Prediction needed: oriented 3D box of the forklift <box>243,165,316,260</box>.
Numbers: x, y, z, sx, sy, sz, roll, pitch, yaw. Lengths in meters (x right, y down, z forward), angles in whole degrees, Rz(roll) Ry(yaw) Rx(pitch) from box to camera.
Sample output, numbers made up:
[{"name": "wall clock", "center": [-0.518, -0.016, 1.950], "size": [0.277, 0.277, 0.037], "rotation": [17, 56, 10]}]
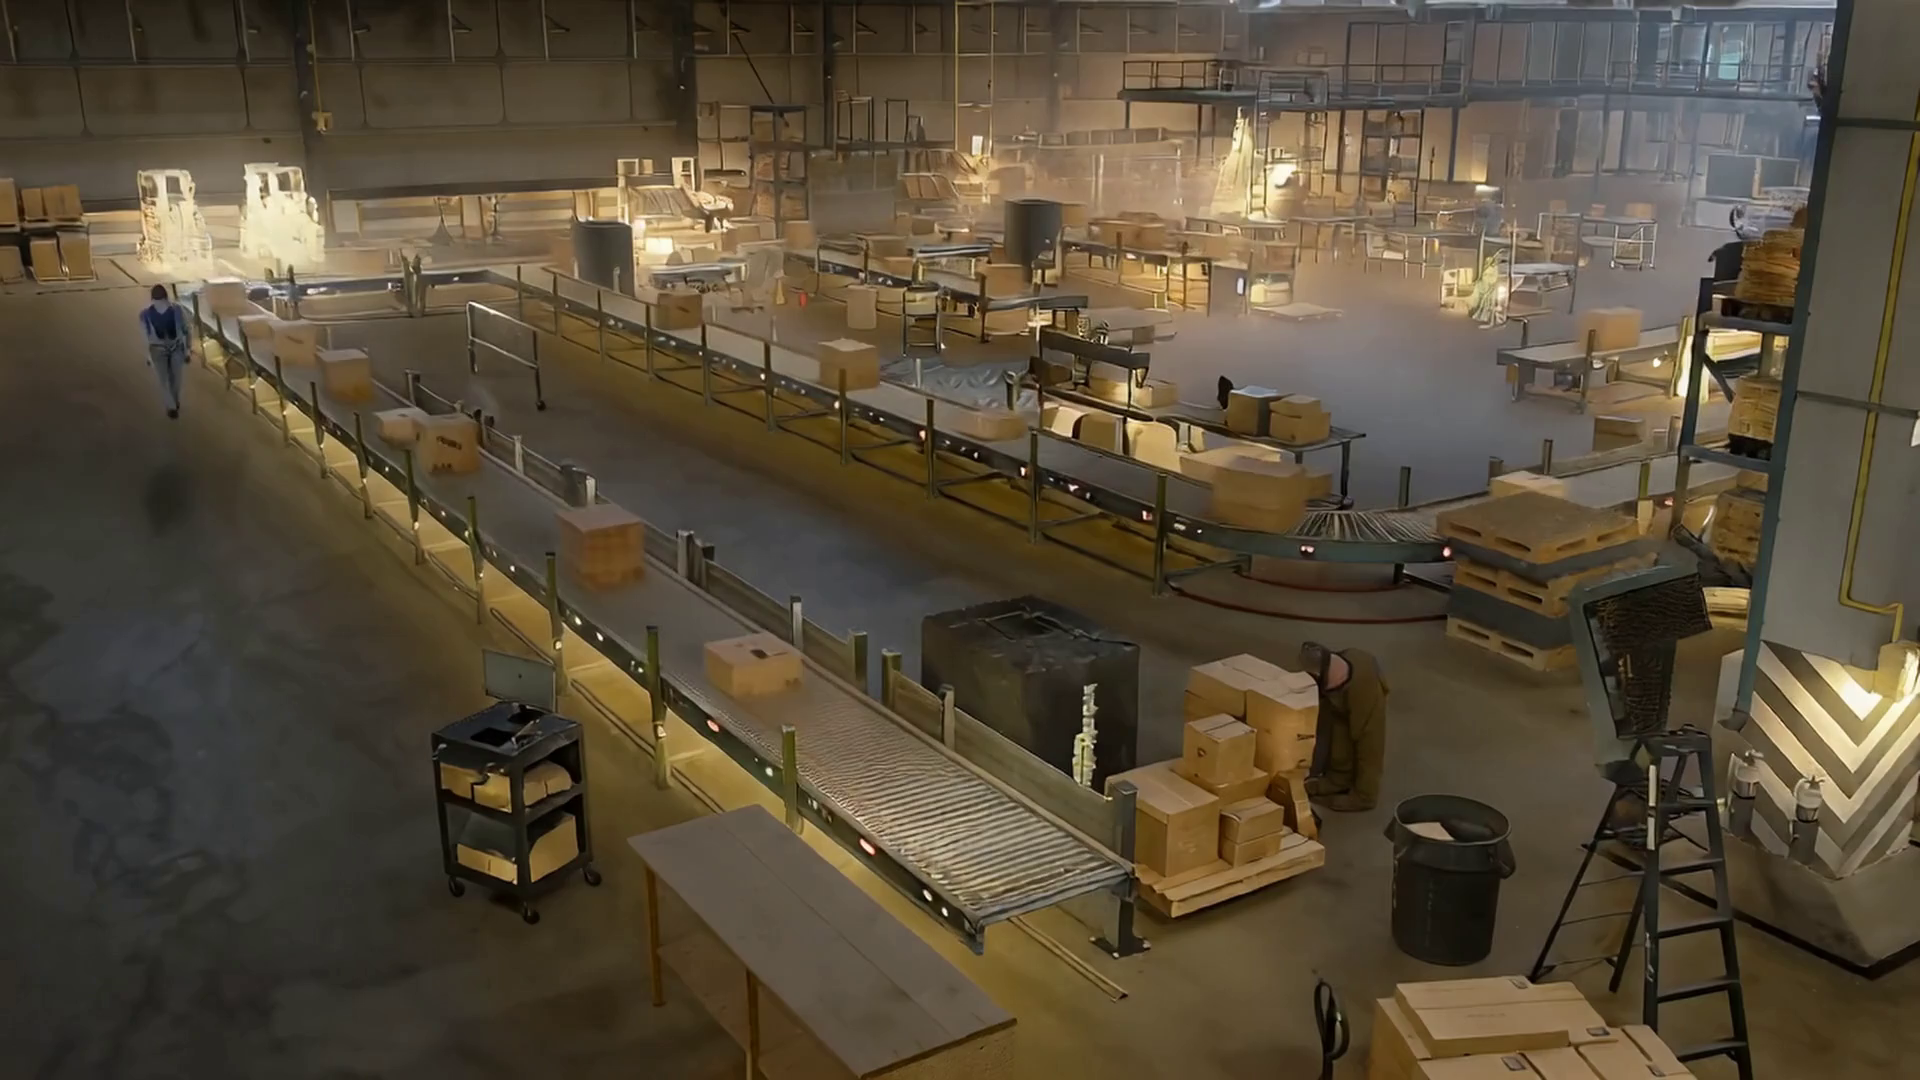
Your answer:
[{"name": "forklift", "center": [-15.898, -7.669, 38.708], "size": [1.157, 1.987, 2.680], "rotation": [-11, 20, -33]}]

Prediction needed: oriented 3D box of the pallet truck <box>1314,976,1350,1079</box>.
[{"name": "pallet truck", "center": [2.299, 2.390, 7.086], "size": [1.601, 1.201, 0.680], "rotation": [-2, 17, -7]}]

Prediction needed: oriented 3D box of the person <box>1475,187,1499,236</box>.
[{"name": "person", "center": [11.997, -7.157, 37.928], "size": [0.525, 1.772, 0.306], "rotation": [13, 21, 37]}]

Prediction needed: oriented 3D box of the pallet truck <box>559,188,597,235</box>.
[{"name": "pallet truck", "center": [-10.010, -8.652, 43.699], "size": [0.653, 1.274, 1.630], "rotation": [-10, 20, -31]}]

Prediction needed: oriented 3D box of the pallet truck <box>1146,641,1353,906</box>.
[{"name": "pallet truck", "center": [1.664, 1.407, 10.232], "size": [1.630, 1.274, 0.653], "rotation": [-10, 20, -31]}]

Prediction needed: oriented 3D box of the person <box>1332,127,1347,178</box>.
[{"name": "person", "center": [14.109, -14.414, 61.896], "size": [0.621, 1.869, 0.426], "rotation": [-12, 21, -35]}]

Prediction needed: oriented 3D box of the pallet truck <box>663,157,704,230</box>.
[{"name": "pallet truck", "center": [-7.586, -9.308, 44.692], "size": [0.823, 1.965, 1.885], "rotation": [-11, 20, -33]}]

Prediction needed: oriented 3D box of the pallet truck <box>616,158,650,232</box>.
[{"name": "pallet truck", "center": [-8.918, -9.176, 44.255], "size": [0.823, 1.965, 1.885], "rotation": [-9, 19, -27]}]

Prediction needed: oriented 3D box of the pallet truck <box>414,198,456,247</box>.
[{"name": "pallet truck", "center": [-13.250, -8.060, 41.856], "size": [0.680, 1.201, 1.601], "rotation": [-10, 20, -31]}]

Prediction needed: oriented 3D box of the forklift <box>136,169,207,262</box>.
[{"name": "forklift", "center": [-17.842, -7.318, 37.559], "size": [1.157, 1.987, 2.680], "rotation": [-10, 20, -31]}]

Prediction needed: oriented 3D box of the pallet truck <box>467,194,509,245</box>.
[{"name": "pallet truck", "center": [-11.983, -8.177, 42.137], "size": [0.704, 1.261, 1.522], "rotation": [-11, 20, -33]}]

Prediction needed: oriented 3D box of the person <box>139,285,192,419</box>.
[{"name": "person", "center": [-10.850, -2.607, 22.736], "size": [0.600, 1.806, 0.774], "rotation": [-11, 20, -31]}]
